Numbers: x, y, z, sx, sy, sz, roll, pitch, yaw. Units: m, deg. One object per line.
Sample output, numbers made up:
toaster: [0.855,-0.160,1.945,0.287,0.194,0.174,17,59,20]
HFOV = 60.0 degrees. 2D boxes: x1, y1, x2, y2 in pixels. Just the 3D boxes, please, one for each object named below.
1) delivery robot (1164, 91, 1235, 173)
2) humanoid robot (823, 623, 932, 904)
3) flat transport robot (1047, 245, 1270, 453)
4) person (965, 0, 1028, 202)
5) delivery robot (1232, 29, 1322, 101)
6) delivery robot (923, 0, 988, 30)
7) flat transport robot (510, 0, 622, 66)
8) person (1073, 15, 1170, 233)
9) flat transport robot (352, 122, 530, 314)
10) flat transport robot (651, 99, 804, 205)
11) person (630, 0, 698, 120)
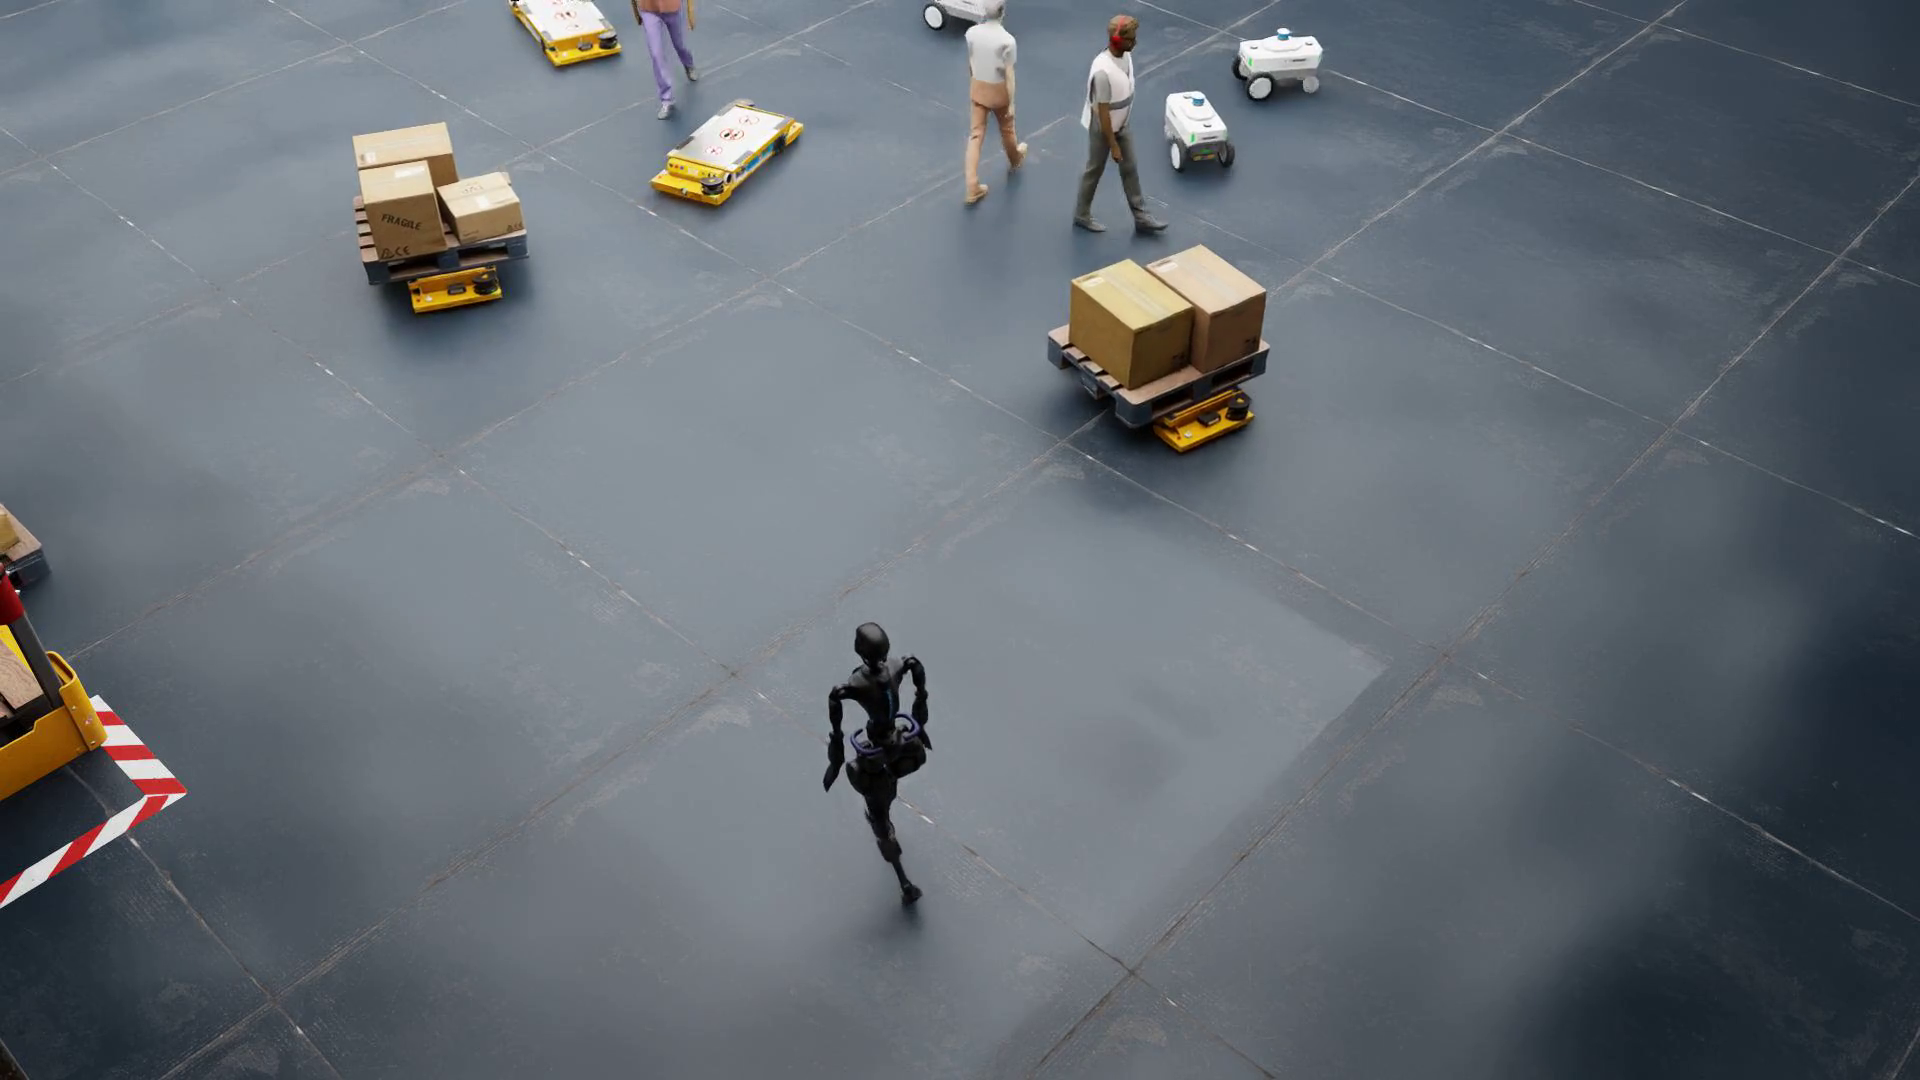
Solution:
delivery robot: [2.018,-3.519,14.229,0.499,0.601,0.805,-9,43,-10]
humanoid robot: [-0.356,1.102,8.293,0.602,1.646,0.766,-21,46,-22]
flat transport robot: [1.377,-1.158,11.813,0.659,0.231,1.431,-24,47,-24]
person: [0.277,-3.655,13.522,0.466,1.699,0.924,18,45,19]
delivery robot: [2.880,-4.346,15.155,0.792,0.611,0.499,-6,42,-7]
delivery robot: [0.045,-5.215,16.102,0.757,0.586,0.518,25,48,25]
flat transport robot: [-3.831,-5.001,16.084,0.659,0.231,1.431,-20,46,-21]
person: [1.267,-3.158,12.883,0.805,1.811,0.594,20,46,21]
flat transport robot: [-4.030,-2.276,13.055,0.659,0.231,1.431,-13,44,-14]
flat transport robot: [-1.979,-3.333,14.230,0.659,0.231,1.431,18,45,19]
person: [-2.614,-4.698,14.607,0.616,1.806,0.828,0,42,0]
